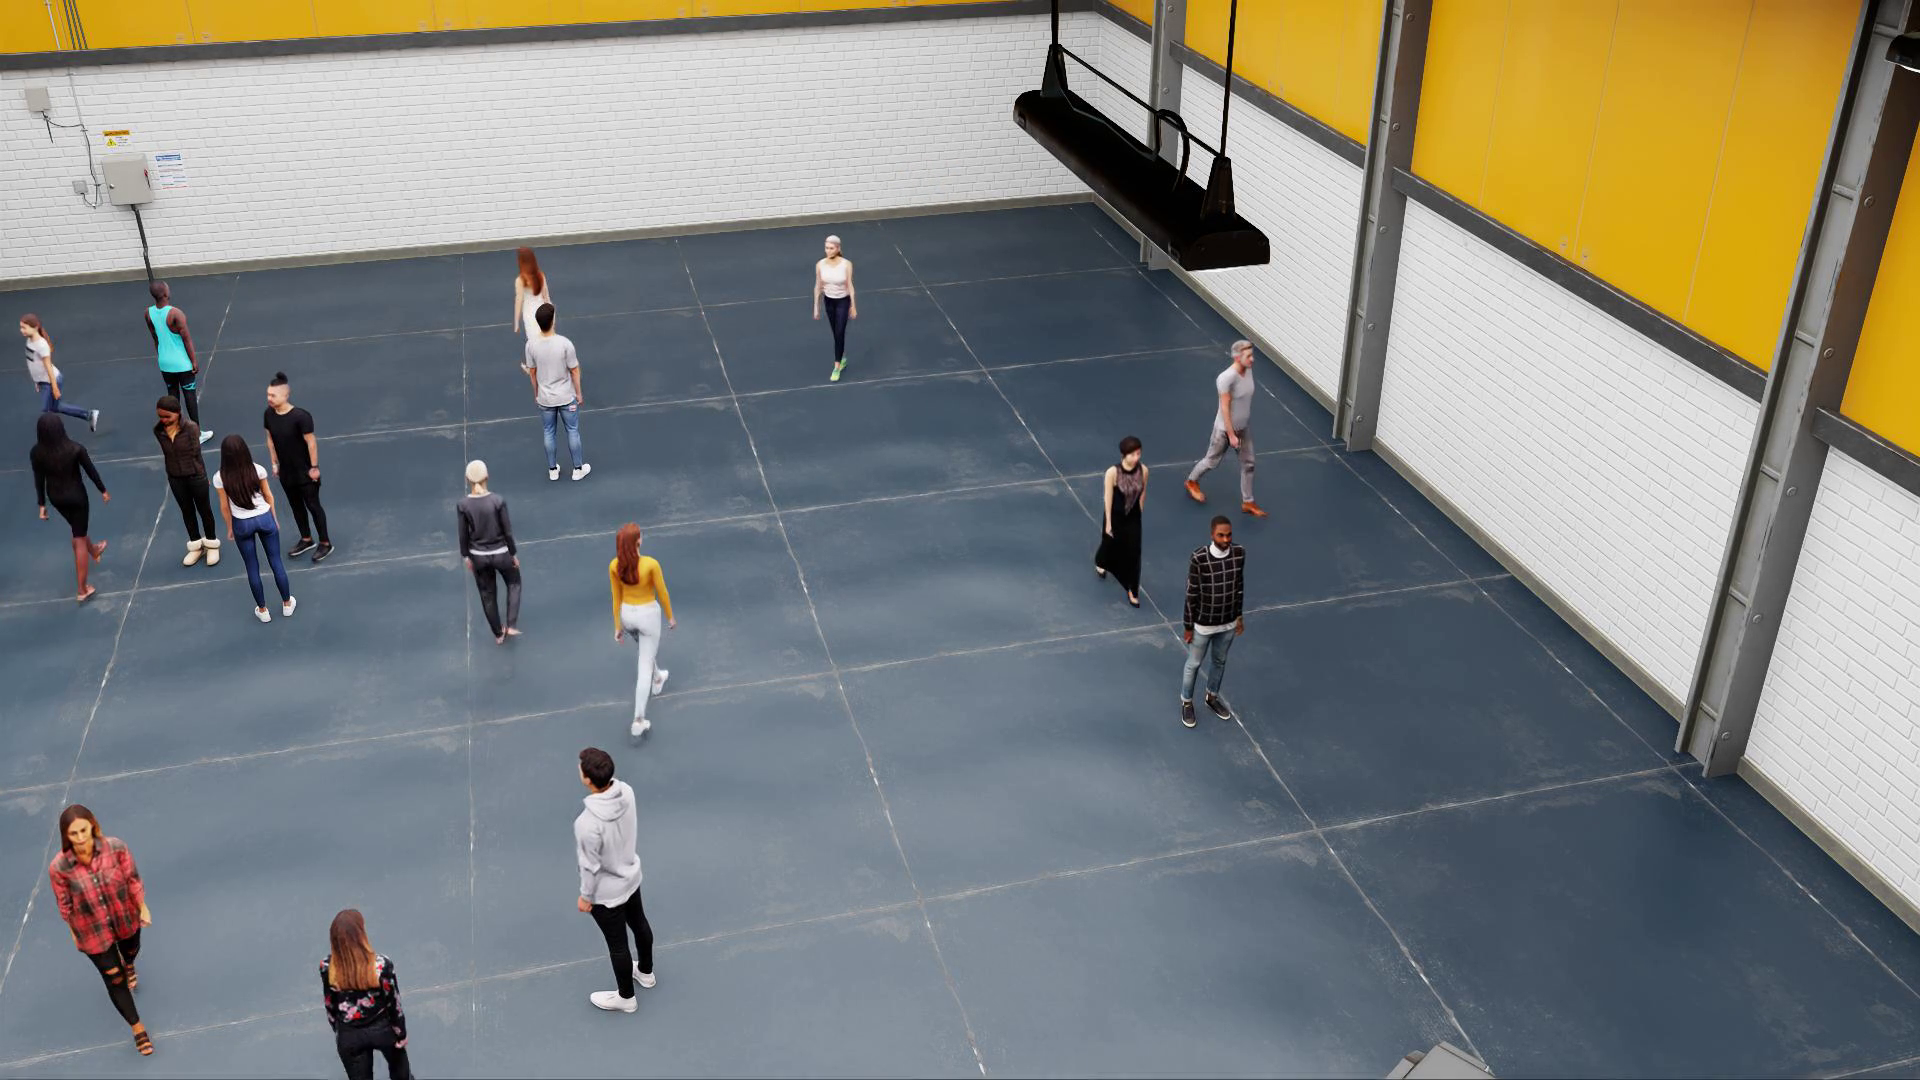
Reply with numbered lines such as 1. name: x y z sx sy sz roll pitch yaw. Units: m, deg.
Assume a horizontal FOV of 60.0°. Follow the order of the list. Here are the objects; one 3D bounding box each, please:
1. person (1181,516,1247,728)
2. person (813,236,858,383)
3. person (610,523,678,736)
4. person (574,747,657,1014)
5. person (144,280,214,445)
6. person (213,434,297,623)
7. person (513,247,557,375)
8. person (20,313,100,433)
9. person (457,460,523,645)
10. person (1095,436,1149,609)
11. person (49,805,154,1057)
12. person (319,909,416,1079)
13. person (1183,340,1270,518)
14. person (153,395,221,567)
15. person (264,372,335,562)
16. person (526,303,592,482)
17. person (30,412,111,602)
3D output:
1. person: 1.990 0.607 13.091 0.670 1.819 0.539 -9 30 -16
2. person: -1.404 -2.758 19.410 0.921 1.676 1.059 9 30 15
3. person: -2.508 0.713 13.015 0.931 1.705 1.268 4 29 7
4. person: -2.126 2.085 10.266 0.838 1.930 0.748 11 31 20
5. person: -8.352 -1.885 17.673 0.666 1.806 0.653 4 29 7
6. person: -6.131 -0.110 14.451 0.623 1.774 0.567 -13 31 -22
7. person: -4.752 -2.465 18.873 1.105 1.674 0.965 21 35 34
8. person: -9.571 -1.687 17.582 0.861 1.544 0.938 -24 37 -37
9. person: -3.963 0.146 14.039 0.655 1.720 0.611 -4 29 -7
10. person: 1.416 -0.216 14.863 0.564 1.567 0.976 -7 29 -13
11. person: -5.209 2.289 10.159 0.878 1.673 1.153 -20 34 -32
12. person: -3.316 2.791 9.263 0.701 1.651 1.089 -3 29 -5
13. person: 2.566 -1.106 16.265 1.064 1.785 1.285 -25 37 -38
14. person: -7.178 -0.595 15.458 0.657 1.661 0.603 -7 29 -13
15. person: -6.153 -0.697 15.431 0.778 1.868 0.799 11 30 18
16. person: -4.099 -1.498 16.876 0.729 1.890 0.668 0 29 1
17. person: -7.976 -0.274 14.866 0.787 1.664 1.242 -2 29 -4
